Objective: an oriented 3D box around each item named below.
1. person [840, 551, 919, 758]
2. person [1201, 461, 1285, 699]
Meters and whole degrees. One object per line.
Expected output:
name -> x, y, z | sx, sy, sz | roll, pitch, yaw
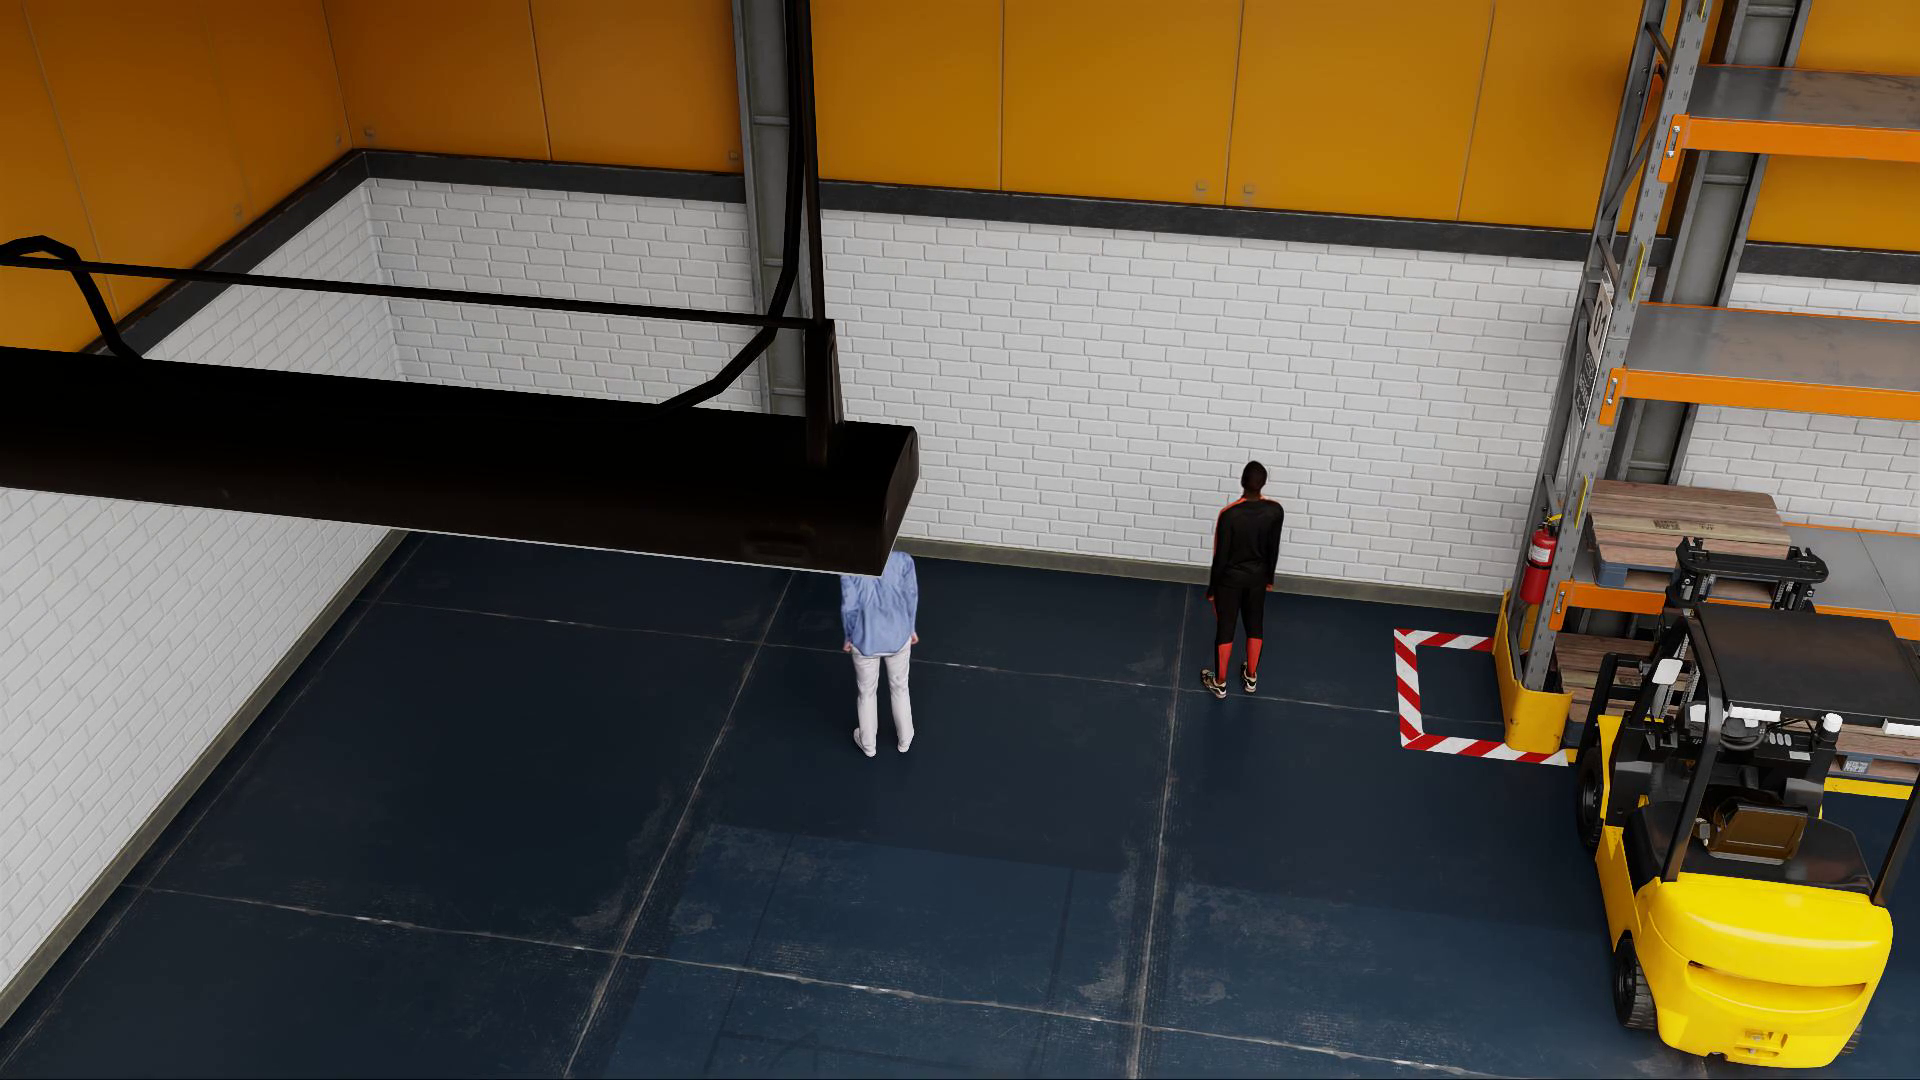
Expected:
person -> -0.509, 0.594, 10.574 | 0.636, 1.888, 0.790 | -6, 34, -9
person -> 1.892, 0.258, 11.152 | 0.609, 1.808, 0.762 | -7, 34, -11
